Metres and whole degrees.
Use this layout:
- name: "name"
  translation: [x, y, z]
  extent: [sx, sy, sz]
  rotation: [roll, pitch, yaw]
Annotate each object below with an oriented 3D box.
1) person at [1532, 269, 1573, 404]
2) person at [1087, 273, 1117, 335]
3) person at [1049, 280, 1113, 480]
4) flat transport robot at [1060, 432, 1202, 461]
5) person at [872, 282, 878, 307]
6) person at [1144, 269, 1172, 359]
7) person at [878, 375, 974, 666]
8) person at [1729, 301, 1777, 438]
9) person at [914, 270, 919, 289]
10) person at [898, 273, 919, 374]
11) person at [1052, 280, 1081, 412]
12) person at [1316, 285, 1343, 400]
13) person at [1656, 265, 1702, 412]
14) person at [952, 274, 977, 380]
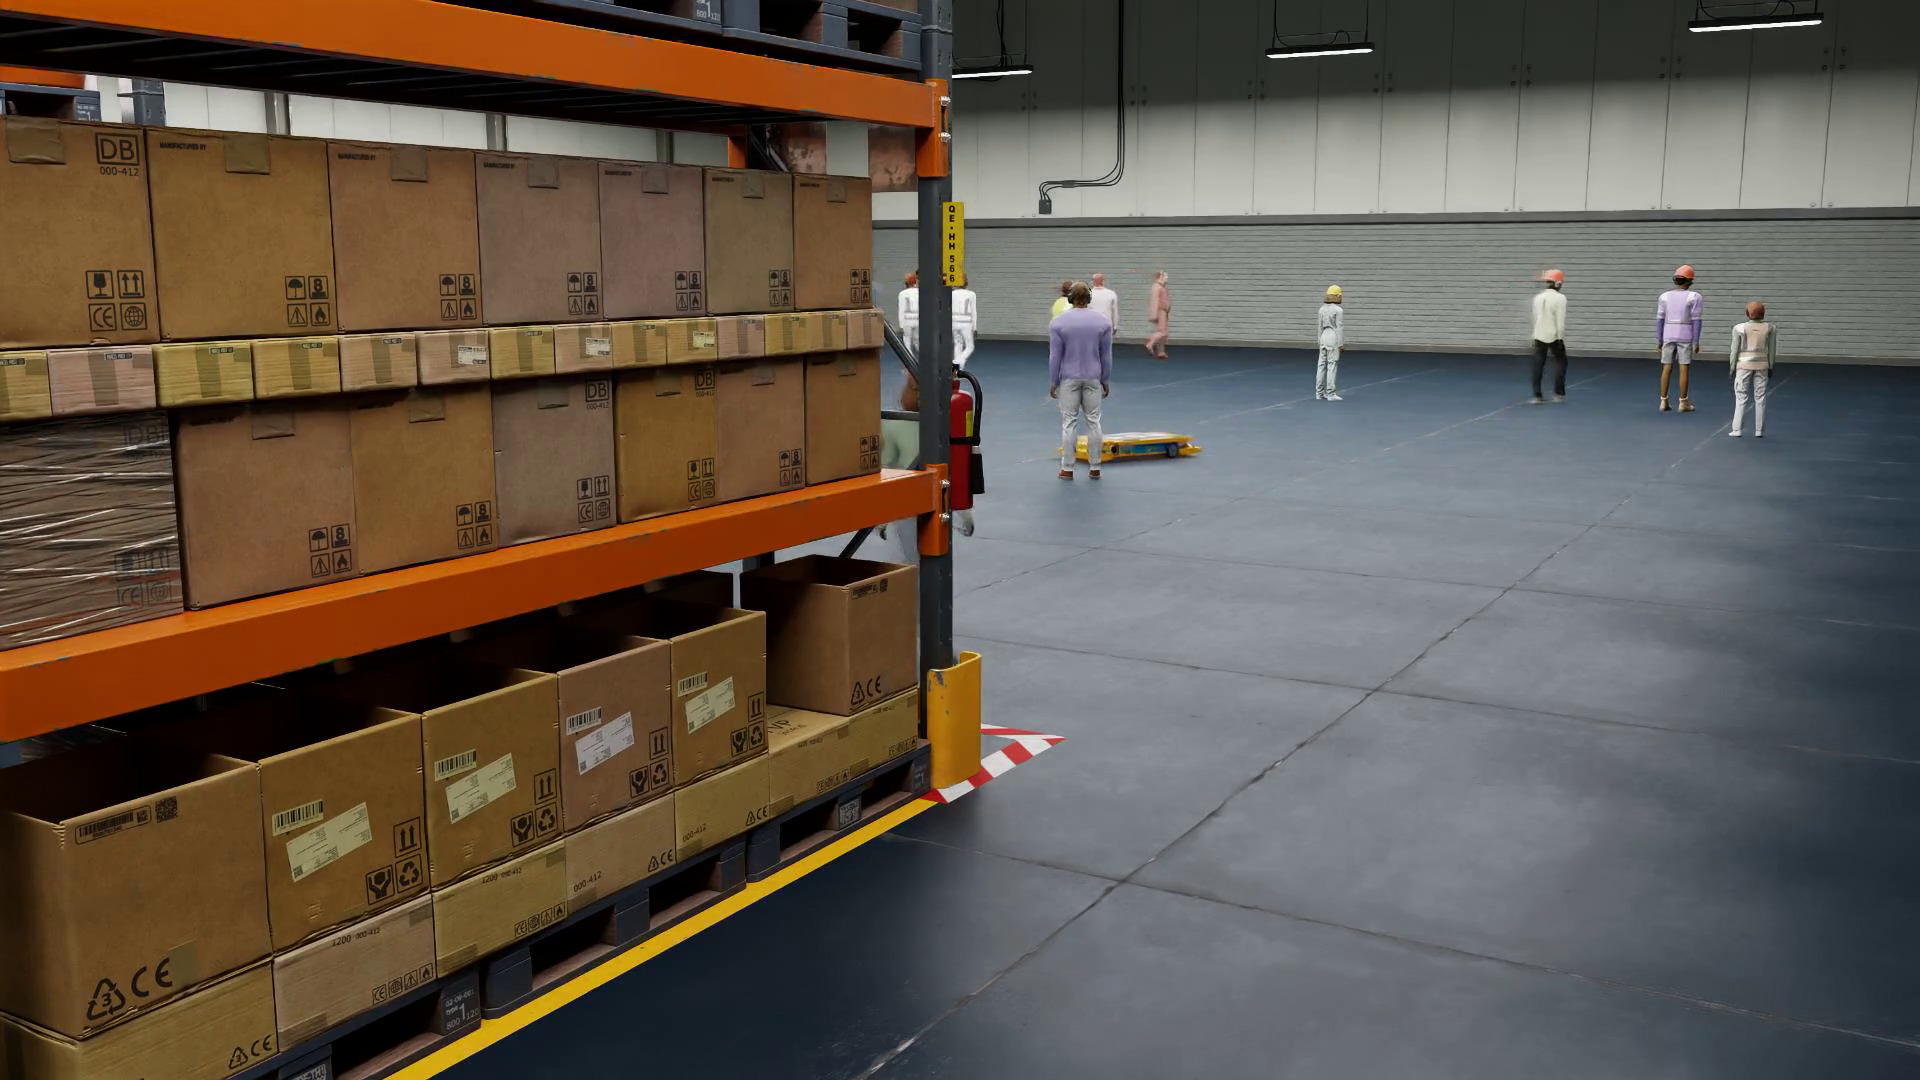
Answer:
- name: "person"
  translation: [8.797, -2.997, 24.573]
  extent: [0.777, 1.967, 0.654]
  rotation: [-5, 11, -26]
- name: "person"
  translation: [2.470, -3.792, 29.521]
  extent: [0.634, 1.876, 0.917]
  rotation: [1, 10, 7]
- name: "person"
  translation: [1.165, -1.544, 16.179]
  extent: [0.629, 1.940, 0.373]
  rotation: [-1, 10, -7]
- name: "flat transport robot"
  translation: [1.858, -1.028, 18.033]
  extent: [1.431, 0.197, 0.652]
  rotation: [-6, 11, -31]
- name: "person"
  translation: [-1.944, -4.652, 34.447]
  extent: [0.510, 1.923, 0.630]
  rotation: [2, 10, 13]
- name: "person"
  translation: [4.256, -4.785, 35.293]
  extent: [0.479, 1.891, 0.649]
  rotation: [3, 10, 15]
- name: "person"
  translation: [-0.206, -0.153, 9.071]
  extent: [0.511, 1.587, 0.899]
  rotation: [-5, 11, -27]
- name: "person"
  translation: [9.509, -2.043, 19.967]
  extent: [0.514, 1.643, 0.307]
  rotation: [2, 10, 9]
- name: "person"
  translation: [-1.035, -6.120, 43.262]
  extent: [0.622, 1.843, 0.429]
  rotation: [-4, 10, -20]
- name: "person"
  translation: [-0.858, -3.979, 30.637]
  extent: [0.601, 1.870, 0.588]
  rotation: [-6, 11, -31]
- name: "person"
  translation: [1.537, -2.701, 23.239]
  extent: [0.448, 1.834, 0.643]
  rotation: [-4, 11, -23]
- name: "person"
  translation: [5.633, -2.982, 25.200]
  extent: [0.325, 1.738, 0.485]
  rotation: [-5, 11, -29]
- name: "person"
  translation: [10.088, -2.820, 23.341]
  extent: [0.396, 2.044, 0.609]
  rotation: [-9, 13, -43]
- name: "person"
  translation: [0.006, -3.735, 29.189]
  extent: [0.586, 1.871, 0.504]
  rotation: [5, 11, 28]
